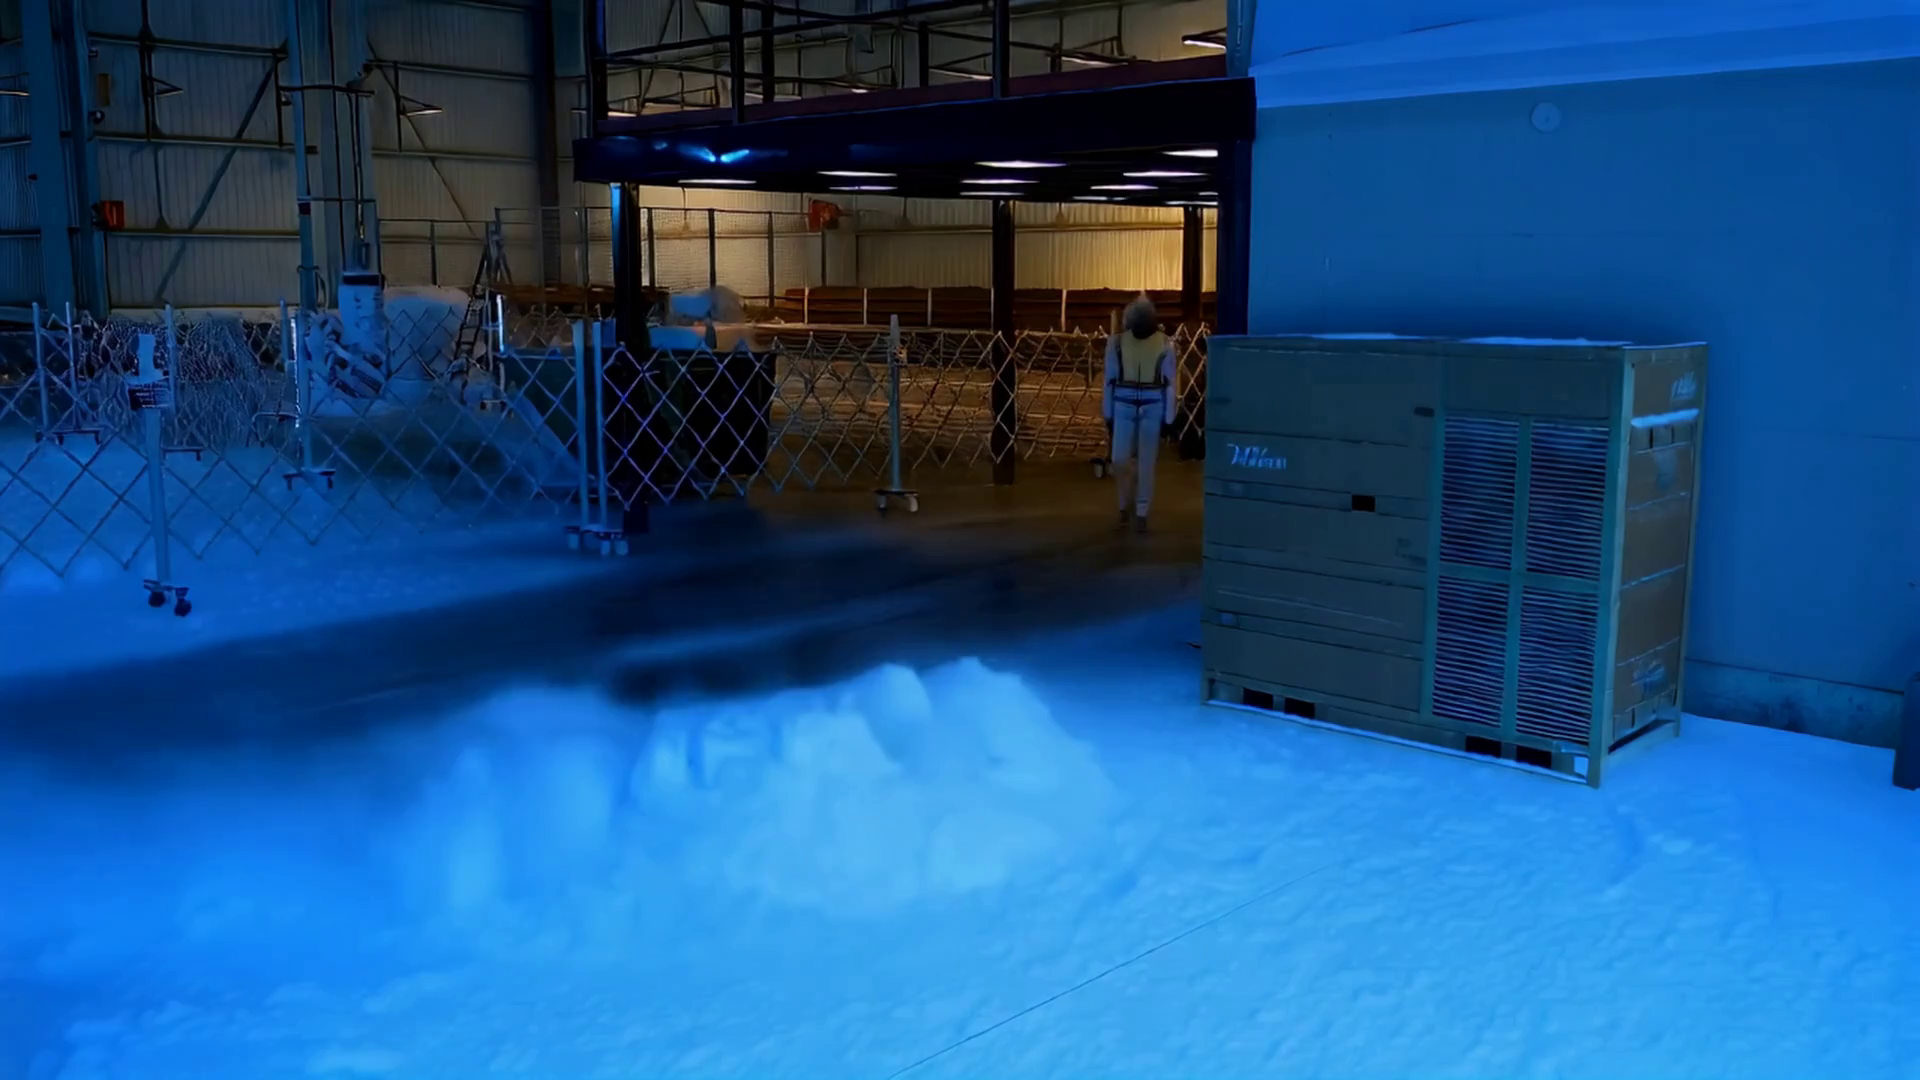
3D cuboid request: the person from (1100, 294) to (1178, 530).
[{"bbox_3d":[1.418,-1.001,13.164,0.604,1.867,0.433,1,9,8],"label":"person"}]
